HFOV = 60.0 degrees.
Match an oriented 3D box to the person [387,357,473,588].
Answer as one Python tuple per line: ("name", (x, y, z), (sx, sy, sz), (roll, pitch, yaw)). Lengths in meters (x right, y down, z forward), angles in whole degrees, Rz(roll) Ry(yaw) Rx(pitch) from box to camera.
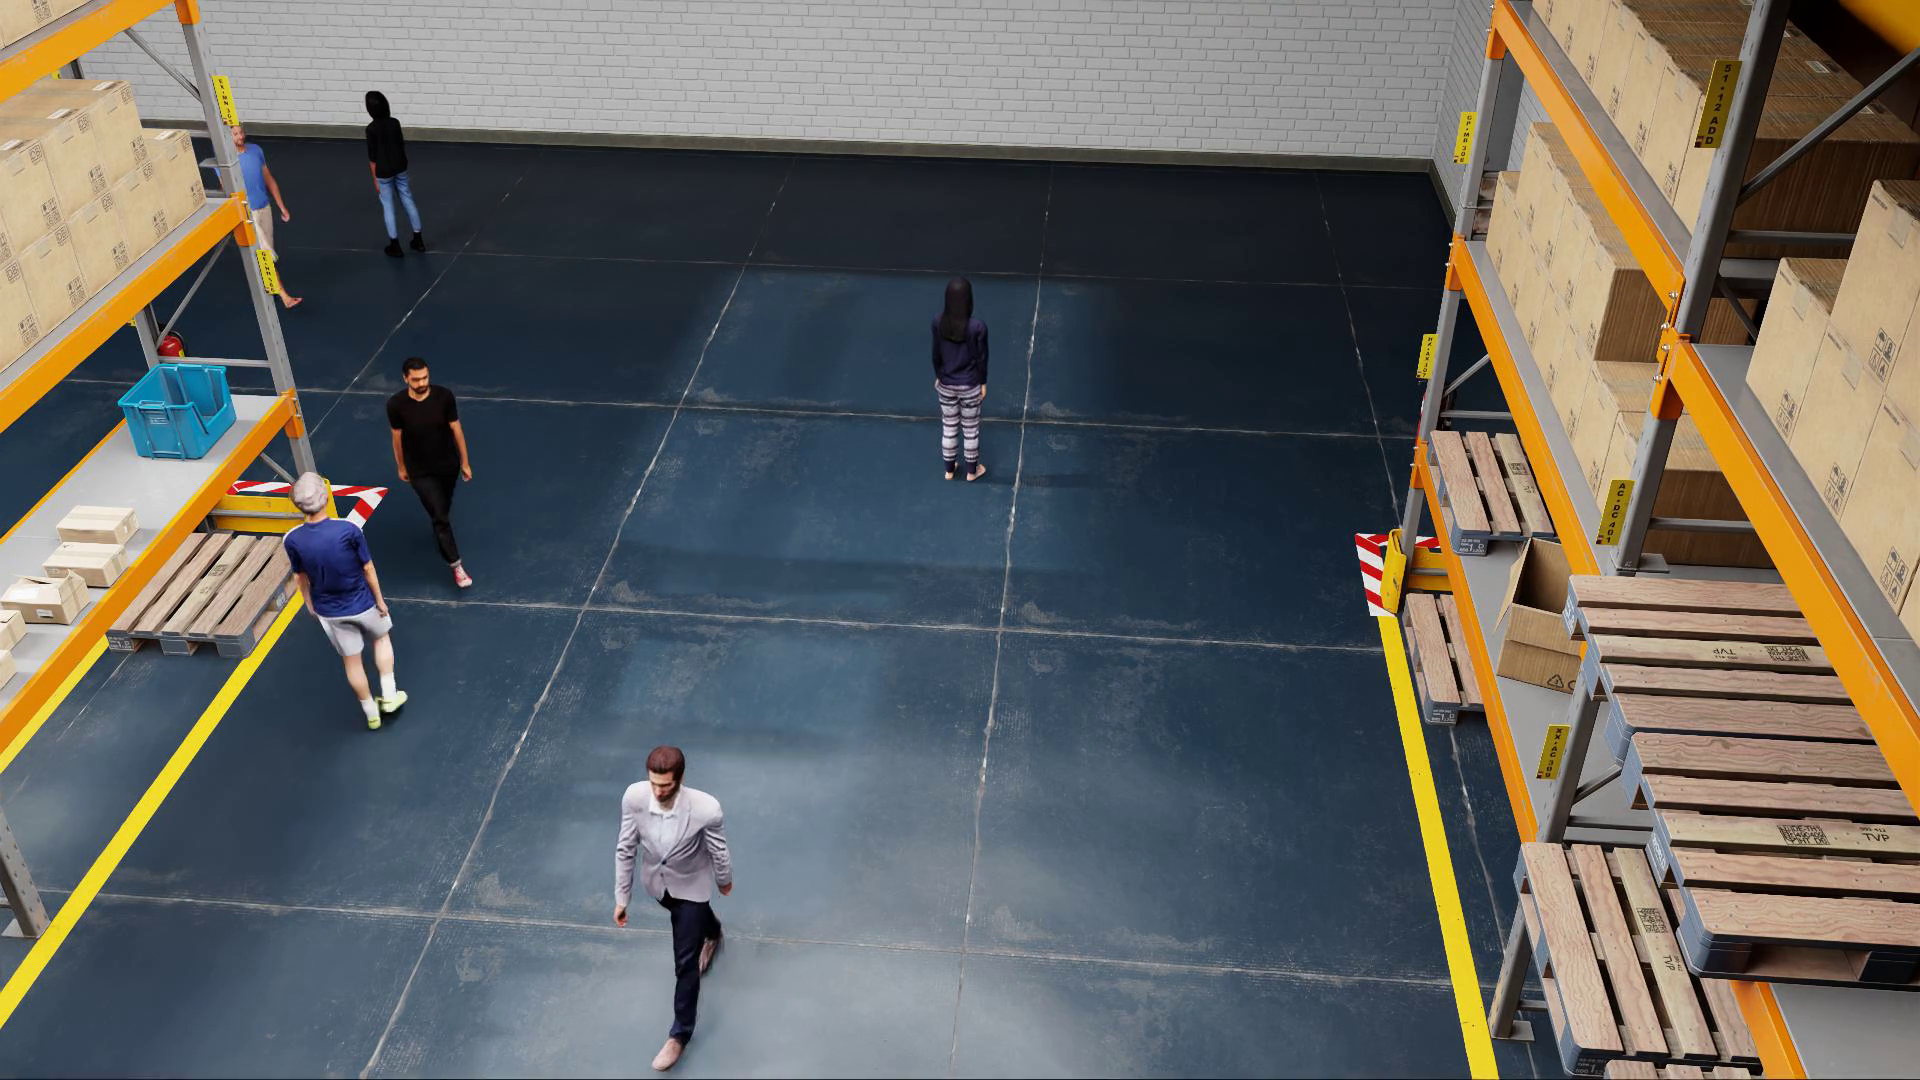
("person", (-3.829, -0.573, 12.022), (1.091, 1.711, 1.223), (-19, 38, -26))

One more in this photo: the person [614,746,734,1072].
("person", (-1.403, 1.696, 8.535), (0.896, 1.793, 1.309), (11, 35, 16))

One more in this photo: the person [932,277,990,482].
("person", (-0.002, -1.251, 13.021), (0.645, 1.734, 0.586), (10, 35, 15))

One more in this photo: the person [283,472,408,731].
("person", (-3.847, 0.457, 10.381), (0.748, 1.812, 0.726), (-6, 34, -9))

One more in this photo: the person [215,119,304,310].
("person", (-6.748, -3.123, 15.763), (1.072, 1.816, 1.225), (19, 38, 27))

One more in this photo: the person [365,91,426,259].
("person", (-5.698, -3.669, 16.690), (0.652, 1.699, 0.727), (-29, 43, -36))
